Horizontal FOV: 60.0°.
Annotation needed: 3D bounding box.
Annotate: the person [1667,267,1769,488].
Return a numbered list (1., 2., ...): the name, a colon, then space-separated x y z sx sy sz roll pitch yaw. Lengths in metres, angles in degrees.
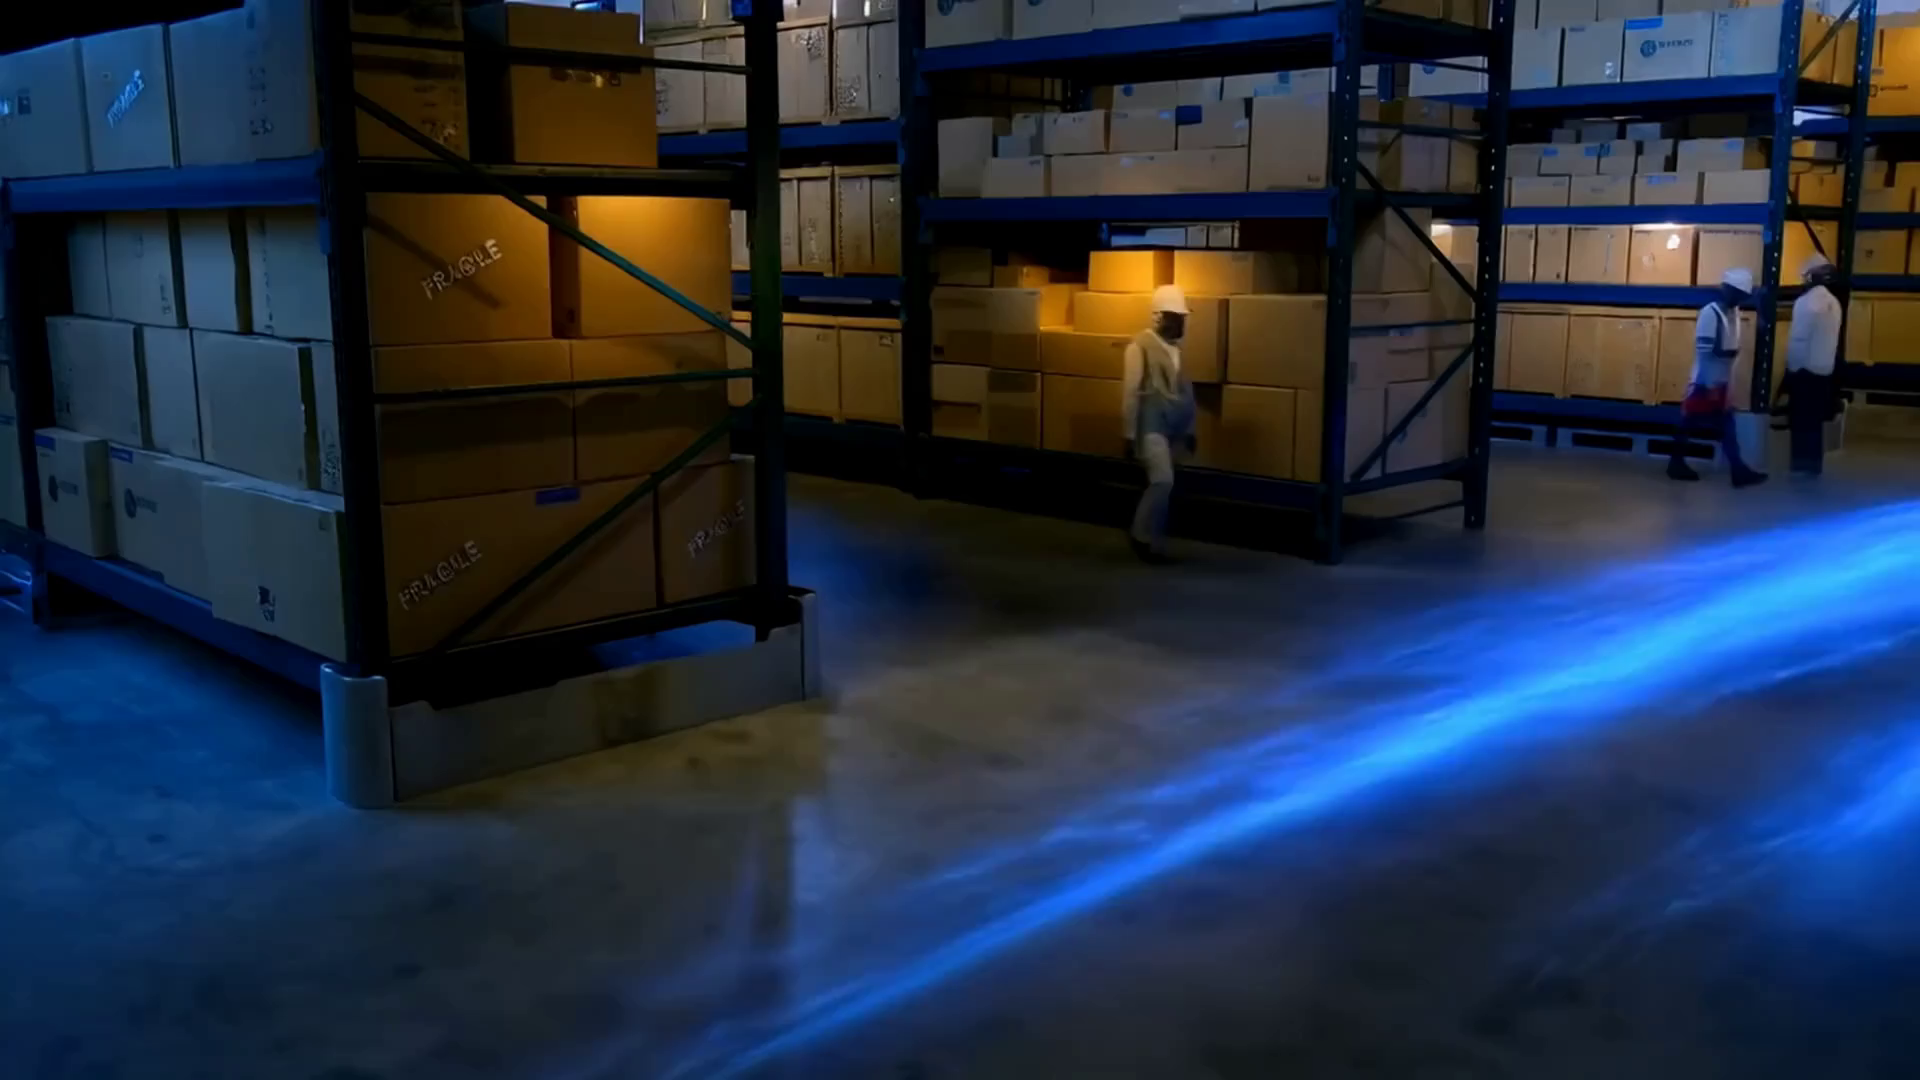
1. person: 6.491 -1.390 14.199 0.557 1.859 0.989 -5 12 -26

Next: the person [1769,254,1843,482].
1. person: 7.351 -1.475 14.464 0.753 1.965 0.380 -7 12 -34

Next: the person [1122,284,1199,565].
1. person: 1.304 -0.729 10.729 0.426 1.816 0.621 10 14 42
